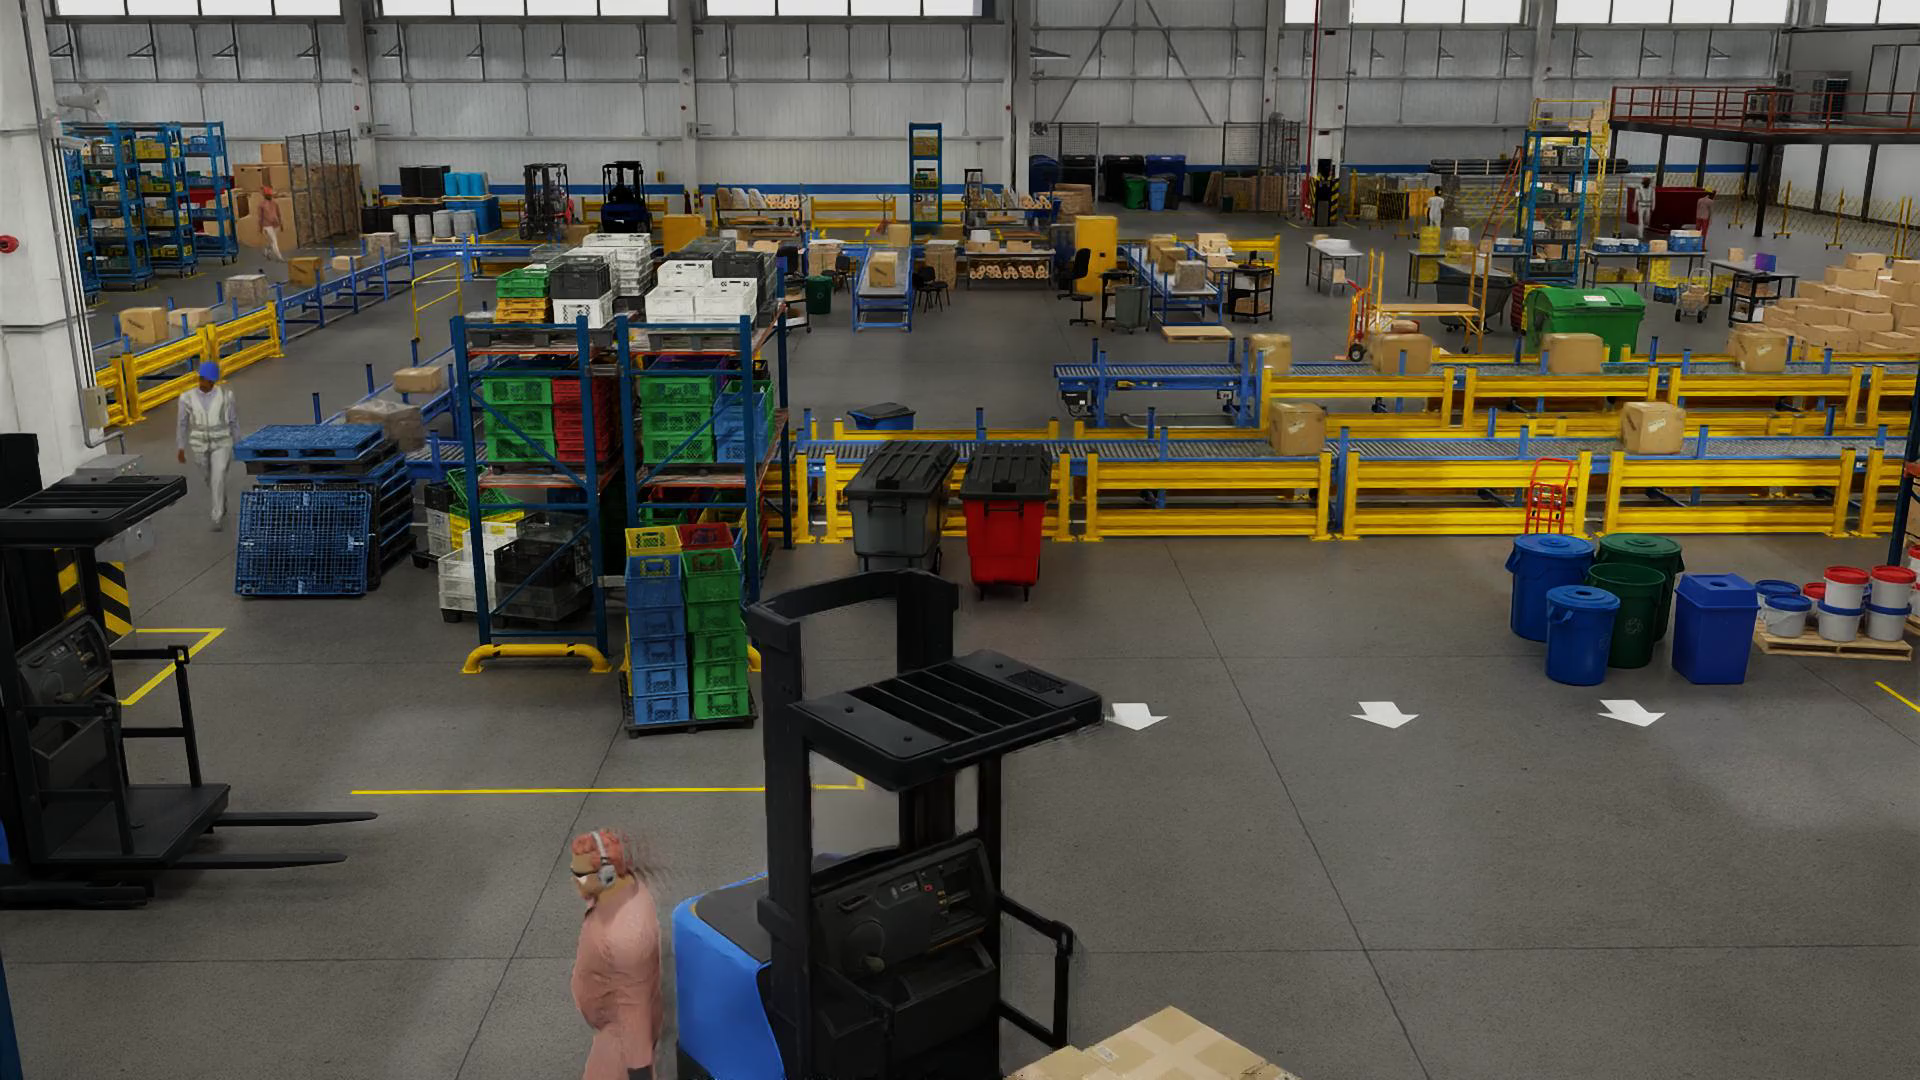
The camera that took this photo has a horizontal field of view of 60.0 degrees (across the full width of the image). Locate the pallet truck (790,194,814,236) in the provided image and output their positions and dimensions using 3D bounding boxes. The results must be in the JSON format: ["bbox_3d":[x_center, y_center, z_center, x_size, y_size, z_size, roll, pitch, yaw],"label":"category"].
[{"bbox_3d":[-4.814,-9.883,50.259,0.704,1.261,1.522,-1,16,-3],"label":"pallet truck"}]

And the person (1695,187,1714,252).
[{"bbox_3d":[20.485,-8.828,45.765,0.348,1.756,0.518,-9,18,-28],"label":"person"}]

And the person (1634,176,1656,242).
[{"bbox_3d":[19.847,-9.612,48.283,0.591,1.872,0.576,0,16,0],"label":"person"}]

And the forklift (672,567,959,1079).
[{"bbox_3d":[-0.466,1.558,7.661,1.129,2.768,1.873,-13,20,-38],"label":"forklift"}]

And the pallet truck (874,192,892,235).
[{"bbox_3d":[-2.277,-9.986,50.594,0.653,1.274,1.630,0,16,-1],"label":"pallet truck"}]

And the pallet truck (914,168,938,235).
[{"bbox_3d":[-0.989,-10.316,50.507,0.823,1.965,1.885,1,16,3],"label":"pallet truck"}]

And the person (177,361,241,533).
[{"bbox_3d":[-8.419,-1.102,18.679,0.650,1.900,0.971,-5,17,-16],"label":"person"}]

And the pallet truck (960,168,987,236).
[{"bbox_3d":[0.383,-10.230,50.206,0.823,1.965,1.885,-1,16,-3],"label":"pallet truck"}]

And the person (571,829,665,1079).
[{"bbox_3d":[-1.545,2.151,7.378,0.564,1.884,0.656,-4,17,-13],"label":"person"}]

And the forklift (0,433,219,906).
[{"bbox_3d":[-5.952,0.780,10.366,1.873,2.768,1.129,0,16,-1],"label":"forklift"}]

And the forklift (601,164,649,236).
[{"bbox_3d":[-9.948,-10.127,49.296,1.157,1.987,2.680,-1,16,-3],"label":"forklift"}]

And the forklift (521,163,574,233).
[{"bbox_3d":[-12.233,-10.122,49.298,1.157,1.987,2.680,0,16,-1],"label":"forklift"}]

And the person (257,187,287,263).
[{"bbox_3d":[-17.932,-8.193,43.208,0.973,1.958,0.623,9,18,29],"label":"person"}]

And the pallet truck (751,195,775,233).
[{"bbox_3d":[-6.051,-9.967,50.660,0.680,1.201,1.601,0,16,-1],"label":"pallet truck"}]

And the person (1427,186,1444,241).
[{"bbox_3d":[12.788,-8.577,44.700,0.329,1.865,0.515,-15,22,-41],"label":"person"}]
